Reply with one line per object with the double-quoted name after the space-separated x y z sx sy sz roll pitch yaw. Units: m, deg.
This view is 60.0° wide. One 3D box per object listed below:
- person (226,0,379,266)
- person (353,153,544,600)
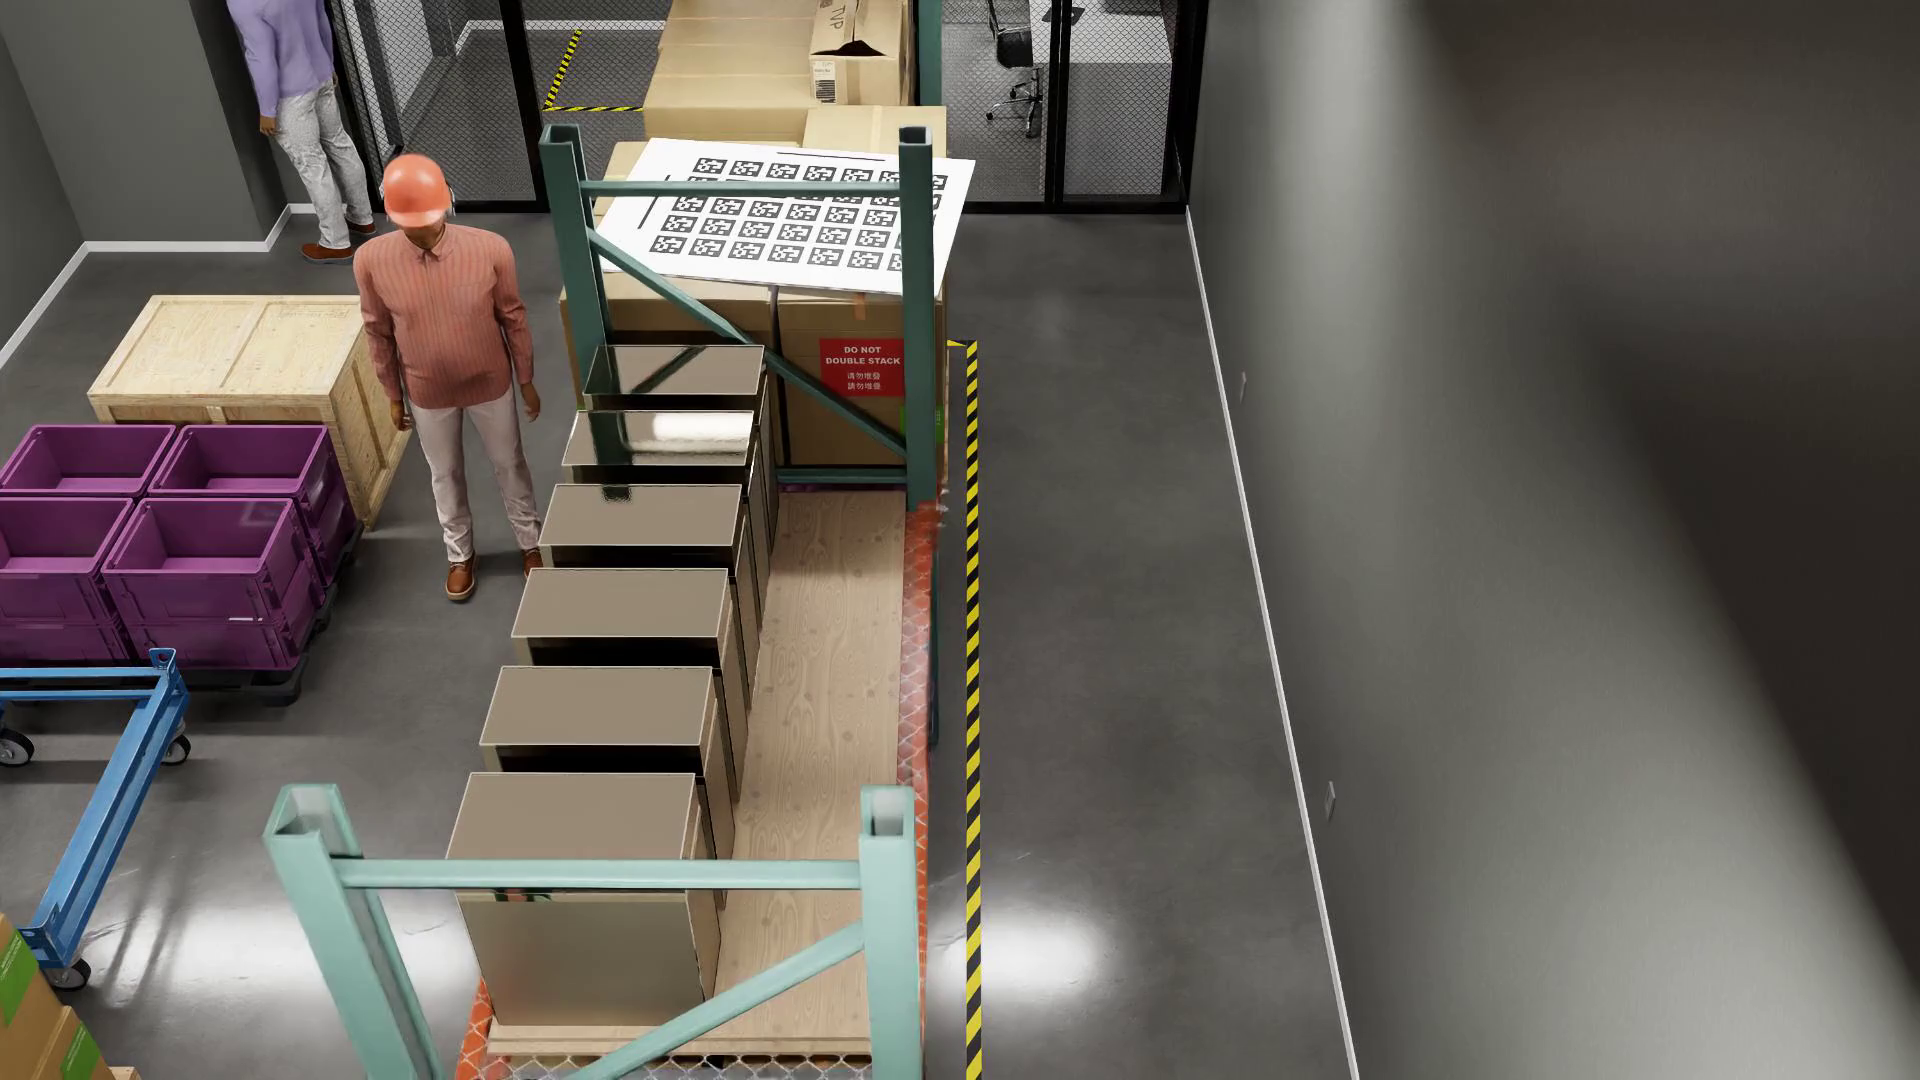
-3.410 -2.340 8.560 0.354 1.939 0.635 11 42 12 "person"
-1.971 -0.616 6.550 0.609 1.994 0.383 -9 42 -10 "person"
